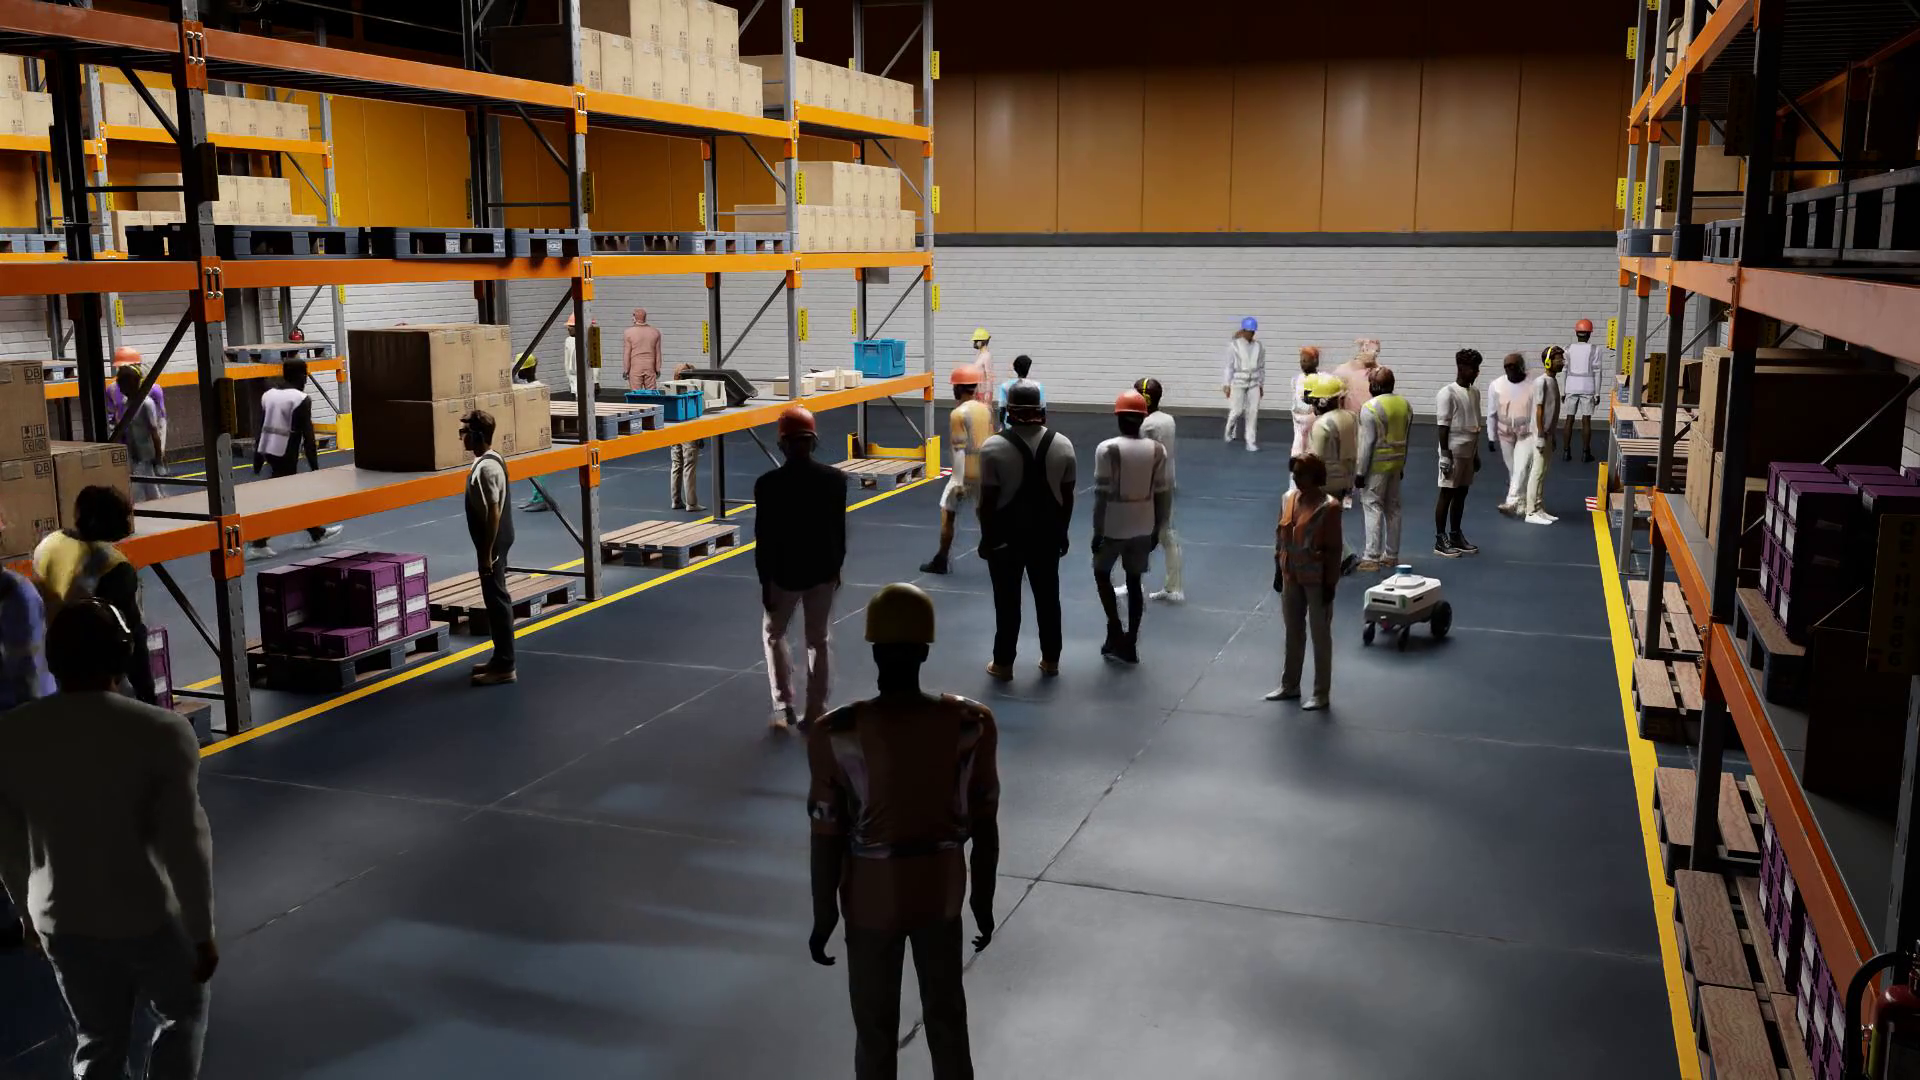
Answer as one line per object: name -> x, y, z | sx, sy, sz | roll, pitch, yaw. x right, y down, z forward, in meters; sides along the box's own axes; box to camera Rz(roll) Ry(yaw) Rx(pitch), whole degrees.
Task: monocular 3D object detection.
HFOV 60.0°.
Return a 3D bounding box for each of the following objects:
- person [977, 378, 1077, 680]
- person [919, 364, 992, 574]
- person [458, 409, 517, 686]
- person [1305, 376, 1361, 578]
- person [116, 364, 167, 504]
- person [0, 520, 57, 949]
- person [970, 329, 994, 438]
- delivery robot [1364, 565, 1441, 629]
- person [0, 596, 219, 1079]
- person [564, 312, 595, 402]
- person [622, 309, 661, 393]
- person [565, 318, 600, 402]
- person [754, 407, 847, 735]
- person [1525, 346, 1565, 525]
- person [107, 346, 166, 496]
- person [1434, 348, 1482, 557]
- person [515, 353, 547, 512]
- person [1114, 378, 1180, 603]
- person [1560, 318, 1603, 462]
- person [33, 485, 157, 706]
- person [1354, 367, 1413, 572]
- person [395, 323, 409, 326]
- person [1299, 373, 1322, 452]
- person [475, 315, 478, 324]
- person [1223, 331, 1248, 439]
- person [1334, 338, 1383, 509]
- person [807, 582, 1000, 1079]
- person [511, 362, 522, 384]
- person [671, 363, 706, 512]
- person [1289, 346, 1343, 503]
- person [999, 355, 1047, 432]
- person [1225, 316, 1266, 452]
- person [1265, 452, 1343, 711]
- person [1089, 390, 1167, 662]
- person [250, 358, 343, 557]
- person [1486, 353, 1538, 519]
person -> 0.416, -0.082, 11.279 | 0.688, 2.000, 0.536 | -3, 11, -18
person -> 0.099, -0.605, 14.638 | 0.947, 1.901, 0.557 | 7, 12, 35
person -> -3.145, 0.047, 11.104 | 0.332, 1.844, 0.508 | -2, 10, -11
person -> 3.152, -0.499, 14.248 | 0.440, 1.816, 0.607 | 8, 13, 40
person -> -7.716, -0.711, 15.436 | 0.613, 1.815, 0.921 | 10, 14, 44
person -> -3.970, 0.748, 6.949 | 0.581, 1.914, 0.509 | 7, 12, 33
person -> 0.301, -2.055, 23.166 | 0.317, 1.767, 0.534 | -3, 11, -18
delivery robot -> 3.287, 0.427, 12.332 | 0.477, 0.478, 0.707 | 8, 13, 37
person -> -2.498, 1.097, 4.976 | 0.668, 1.916, 0.544 | 0, 10, -1
person -> -5.010, -1.983, 21.968 | 0.359, 2.047, 0.615 | -2, 10, -10
person -> -5.111, -2.746, 26.667 | 0.654, 1.904, 0.407 | -6, 12, -32
person -> -5.358, -2.267, 23.725 | 0.612, 1.991, 0.392 | 7, 12, 34
person -> -0.955, 0.189, 9.935 | 0.621, 1.971, 0.524 | -4, 11, -23
person -> 6.186, -1.107, 17.531 | 0.333, 1.873, 0.520 | 7, 12, 34
person -> -8.127, -0.944, 16.425 | 0.547, 1.937, 0.379 | 0, 10, 0
person -> 4.722, -0.830, 15.718 | 0.603, 1.961, 0.368 | -9, 14, -42
person -> -4.715, -1.188, 18.325 | 0.354, 1.750, 0.538 | -4, 11, -20
person -> 1.548, -0.414, 13.711 | 0.536, 1.838, 0.732 | -10, 14, -44
person -> 8.397, -2.023, 22.498 | 0.545, 1.940, 0.352 | 6, 12, 32
person -> -4.093, 0.640, 7.898 | 0.686, 1.809, 0.463 | 5, 11, 26
person -> 3.773, -0.637, 14.972 | 0.634, 1.839, 0.429 | -8, 13, -36
person -> -7.686, -2.117, 23.307 | 0.393, 1.839, 0.563 | -7, 12, -35
person -> 3.228, -0.632, 15.151 | 0.331, 1.768, 0.526 | 4, 11, 22
person -> -7.102, -2.430, 24.884 | 0.403, 1.906, 0.651 | 4, 11, 22
person -> 4.228, -2.335, 25.100 | 0.514, 1.639, 0.310 | -2, 10, -12
person -> 4.463, -1.286, 18.521 | 0.684, 1.891, 0.414 | -2, 10, -13
person -> -0.177, 1.080, 5.057 | 0.594, 1.924, 0.382 | -3, 11, -17
person -> -6.308, -1.954, 23.108 | 0.513, 1.586, 0.833 | 2, 10, 10
person -> -3.029, -1.128, 18.328 | 0.511, 1.633, 0.313 | 9, 13, 40
person -> 3.882, -1.204, 18.171 | 0.571, 1.852, 0.944 | 10, 14, 43
person -> 0.730, -1.320, 19.347 | 0.548, 1.647, 0.894 | 2, 10, 10
person -> 4.052, -2.238, 23.740 | 0.620, 1.921, 0.699 | -2, 10, -13
person -> 2.191, 0.253, 10.530 | 0.310, 1.636, 0.523 | -7, 12, -34
person -> 1.170, -0.096, 11.708 | 0.567, 1.914, 0.426 | -3, 11, -17
person -> -6.383, -0.789, 15.799 | 0.623, 1.856, 1.075 | 6, 12, 32
person -> 5.950, -1.106, 17.814 | 0.641, 1.770, 1.008 | 7, 12, 34
